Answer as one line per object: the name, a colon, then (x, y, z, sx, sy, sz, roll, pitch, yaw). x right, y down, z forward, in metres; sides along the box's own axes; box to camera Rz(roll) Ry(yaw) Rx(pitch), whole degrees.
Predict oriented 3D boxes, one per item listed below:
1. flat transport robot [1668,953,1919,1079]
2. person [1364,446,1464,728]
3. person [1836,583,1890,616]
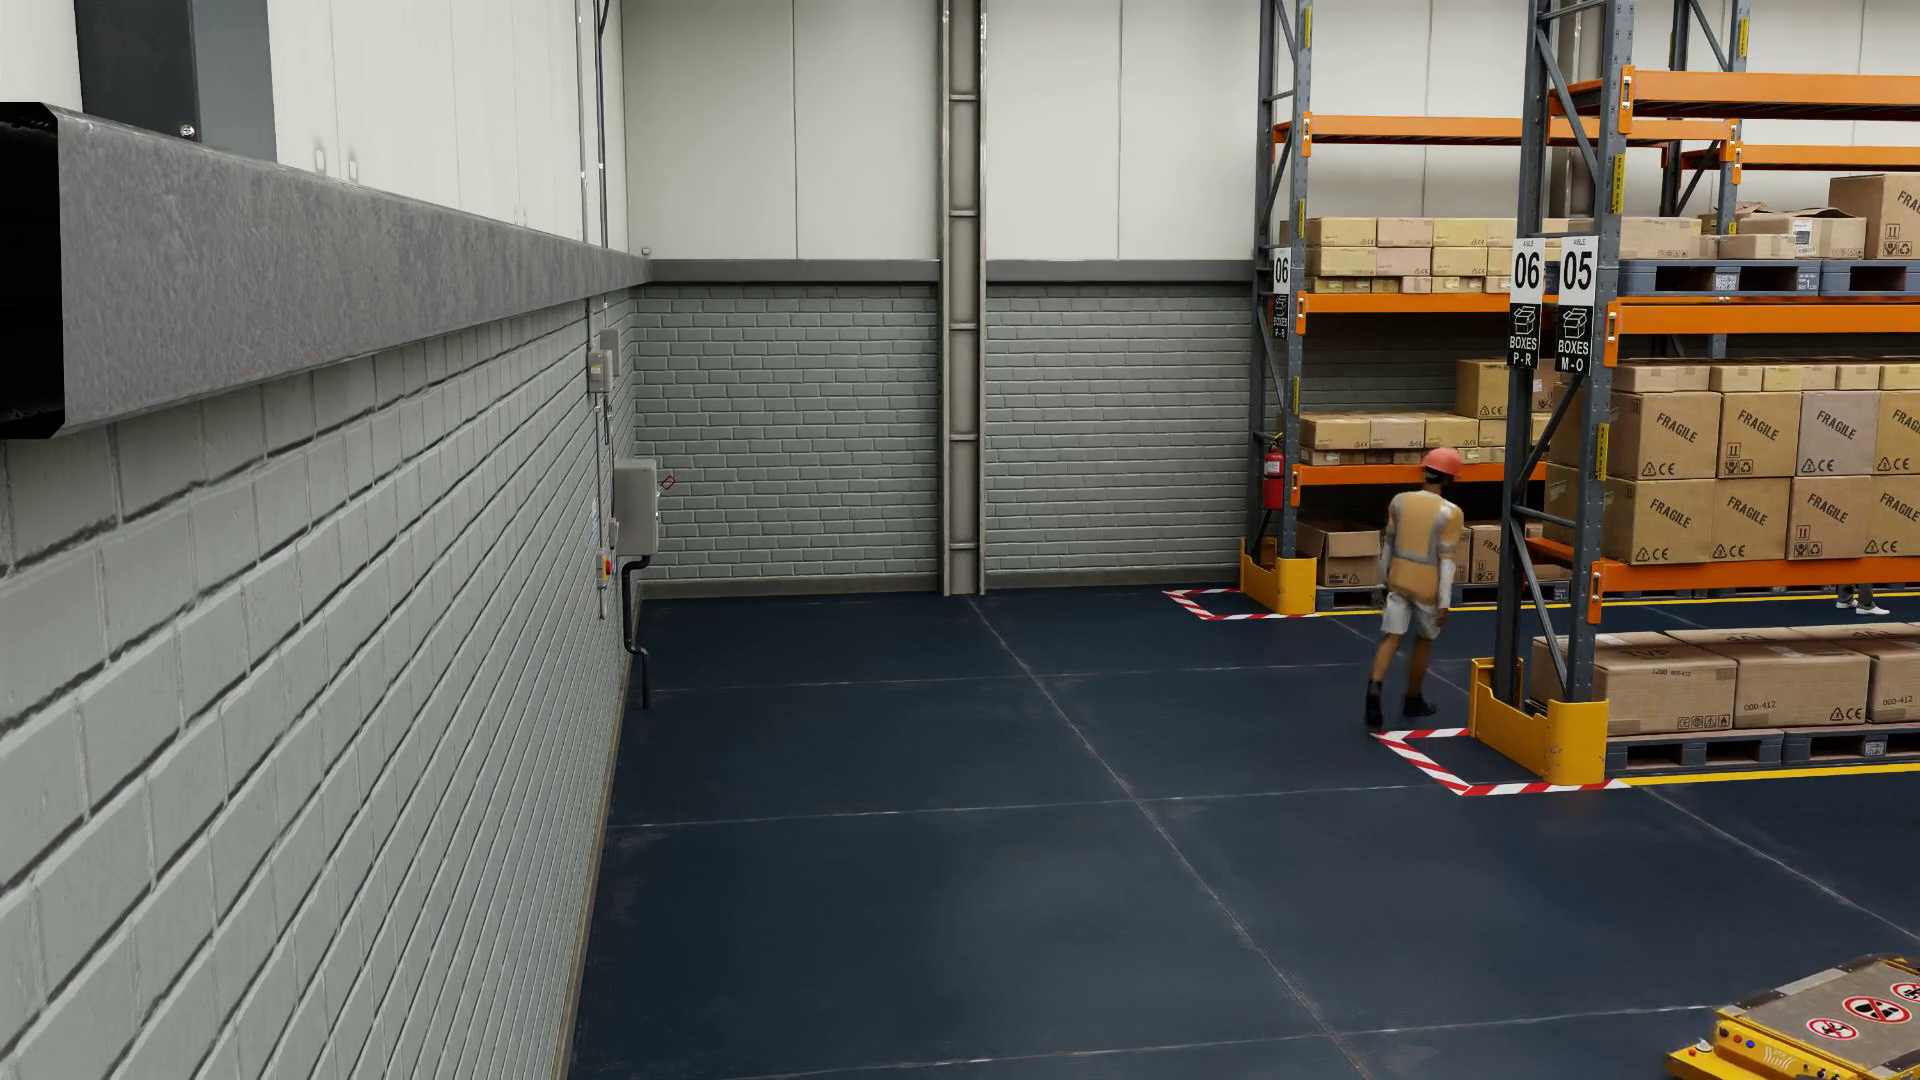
flat transport robot: (3.422, 1.888, 6.292, 1.431, 0.197, 0.652, -6, 11, -31)
person: (2.982, 0.322, 11.011, 0.839, 1.890, 0.610, -9, 13, -43)
person: (8.040, -0.293, 14.689, 0.392, 1.920, 0.585, -2, 9, -9)
